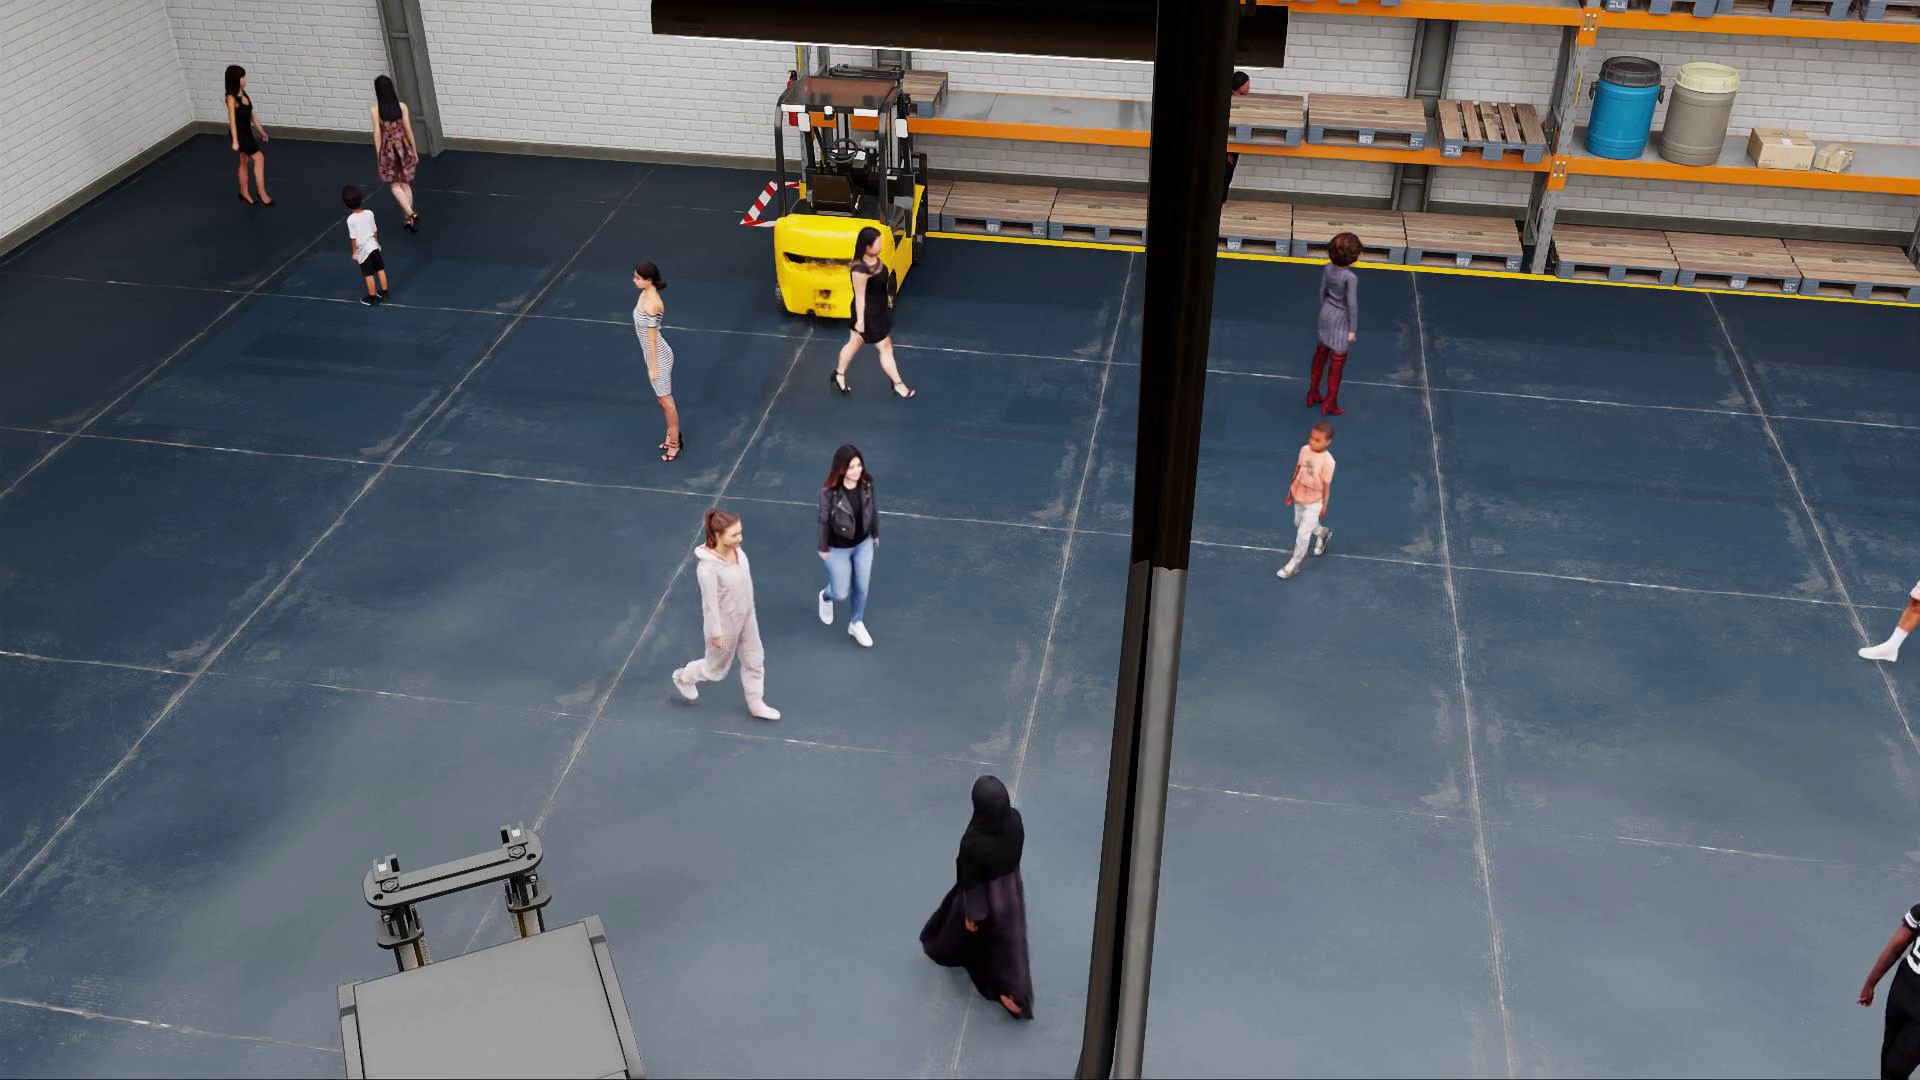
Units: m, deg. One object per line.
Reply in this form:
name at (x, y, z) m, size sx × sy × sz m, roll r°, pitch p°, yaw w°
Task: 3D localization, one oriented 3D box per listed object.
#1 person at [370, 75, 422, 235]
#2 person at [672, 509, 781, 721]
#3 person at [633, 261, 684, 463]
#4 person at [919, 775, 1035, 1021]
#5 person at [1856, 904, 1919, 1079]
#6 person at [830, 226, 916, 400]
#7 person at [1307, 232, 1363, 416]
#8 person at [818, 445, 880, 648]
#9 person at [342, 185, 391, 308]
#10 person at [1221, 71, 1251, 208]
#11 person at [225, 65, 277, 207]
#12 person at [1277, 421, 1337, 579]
person at (-6.114, -4.142, 18.141) m, size 0.947 × 1.752 × 1.024 m, roll -26°, pitch 42°, yaw -33°
person at (-1.634, 0.504, 11.227) m, size 1.076 × 1.668 × 0.799 m, roll 14°, pitch 36°, yaw 20°
person at (-2.553, -1.521, 14.139) m, size 0.674 × 1.817 × 0.662 m, roll -11°, pitch 35°, yaw -16°
person at (0.212, 1.973, 9.076) m, size 1.047 × 1.604 × 1.126 m, roll -23°, pitch 40°, yaw -31°
person at (4.929, 2.335, 8.430) m, size 0.861 × 1.715 × 0.799 m, roll -15°, pitch 36°, yaw -21°
person at (-0.915, -2.028, 15.031) m, size 1.059 × 1.674 × 0.743 m, roll 2°, pitch 34°, yaw 3°
person at (3.347, -1.934, 14.856) m, size 0.706 × 1.711 × 0.665 m, roll -18°, pitch 37°, yaw -24°
person at (-0.851, 0.015, 12.004) m, size 0.846 × 1.623 × 0.906 m, roll -20°, pitch 38°, yaw -27°
person at (-6.017, -2.984, 16.846) m, size 0.592 × 1.258 × 0.560 m, roll 21°, pitch 39°, yaw 28°
person at (2.970, -4.324, 18.414) m, size 0.548 × 1.754 × 0.580 m, roll 10°, pitch 35°, yaw 15°
person at (-8.232, -4.573, 18.901) m, size 0.735 × 1.628 × 0.625 m, roll 0°, pitch 34°, yaw -1°
person at (2.738, -0.353, 12.853) m, size 0.885 × 1.296 × 0.805 m, roll -20°, pitch 39°, yaw -27°
